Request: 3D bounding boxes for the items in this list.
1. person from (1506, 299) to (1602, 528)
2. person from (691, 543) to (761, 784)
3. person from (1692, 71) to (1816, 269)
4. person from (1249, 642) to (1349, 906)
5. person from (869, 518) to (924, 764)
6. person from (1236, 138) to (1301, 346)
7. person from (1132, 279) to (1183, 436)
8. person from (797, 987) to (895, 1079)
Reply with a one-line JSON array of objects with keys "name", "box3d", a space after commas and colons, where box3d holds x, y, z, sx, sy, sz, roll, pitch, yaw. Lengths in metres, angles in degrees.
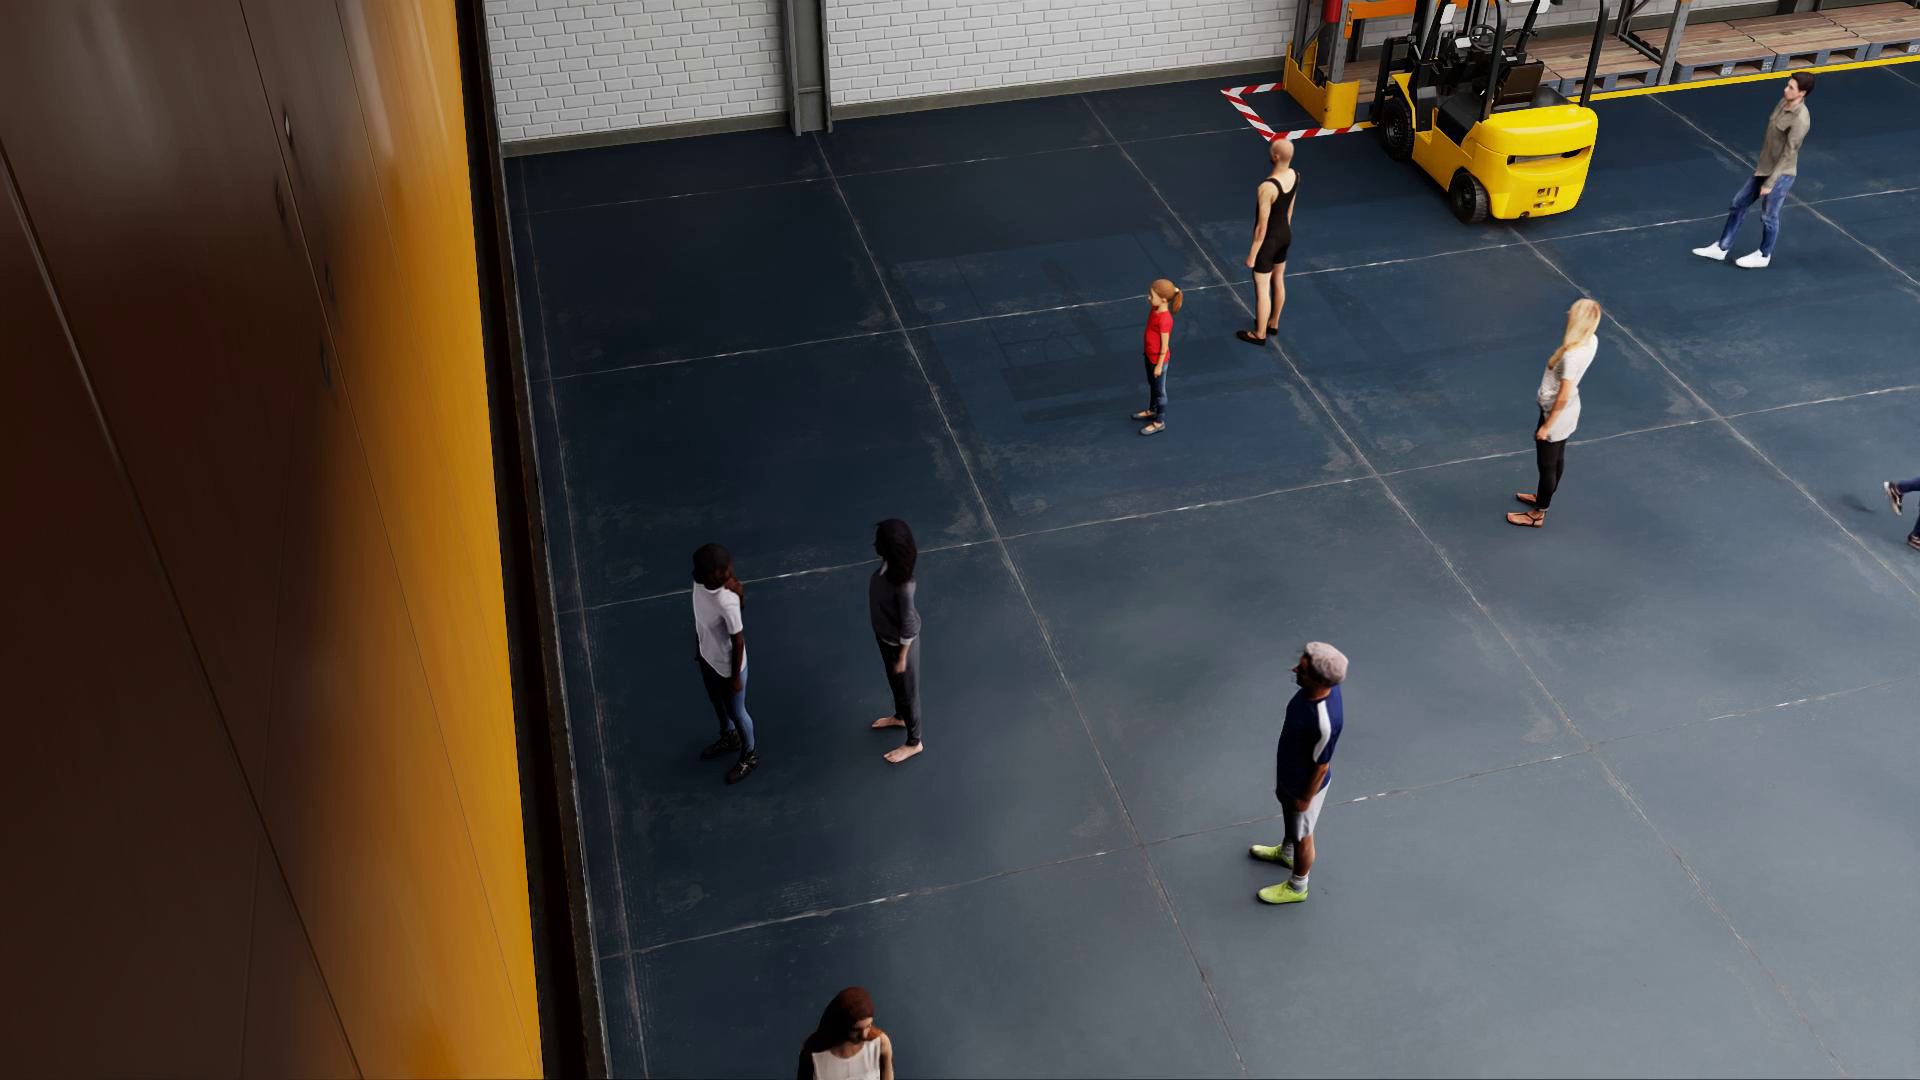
[{"name": "person", "box3d": [4.230, -0.892, 11.723, 0.743, 1.826, 0.676, 21, 43, 24]}, {"name": "person", "box3d": [-1.400, 0.713, 9.800, 0.647, 1.719, 0.658, -26, 46, -29]}, {"name": "person", "box3d": [7.249, -3.225, 14.629, 0.991, 1.844, 0.865, 0, 39, 0]}, {"name": "person", "box3d": [1.865, 1.251, 9.031, 0.652, 1.838, 0.696, 1, 39, 1]}, {"name": "person", "box3d": [-0.366, 0.580, 9.929, 0.495, 1.765, 0.586, -10, 40, -12]}, {"name": "person", "box3d": [2.570, -2.447, 13.679, 0.774, 1.815, 0.647, 30, 48, 32]}, {"name": "person", "box3d": [1.523, -1.422, 12.801, 0.508, 1.310, 0.505, -6, 39, -7]}, {"name": "person", "box3d": [-0.559, 2.583, 7.466, 0.546, 1.709, 0.830, 5, 39, 6]}]
